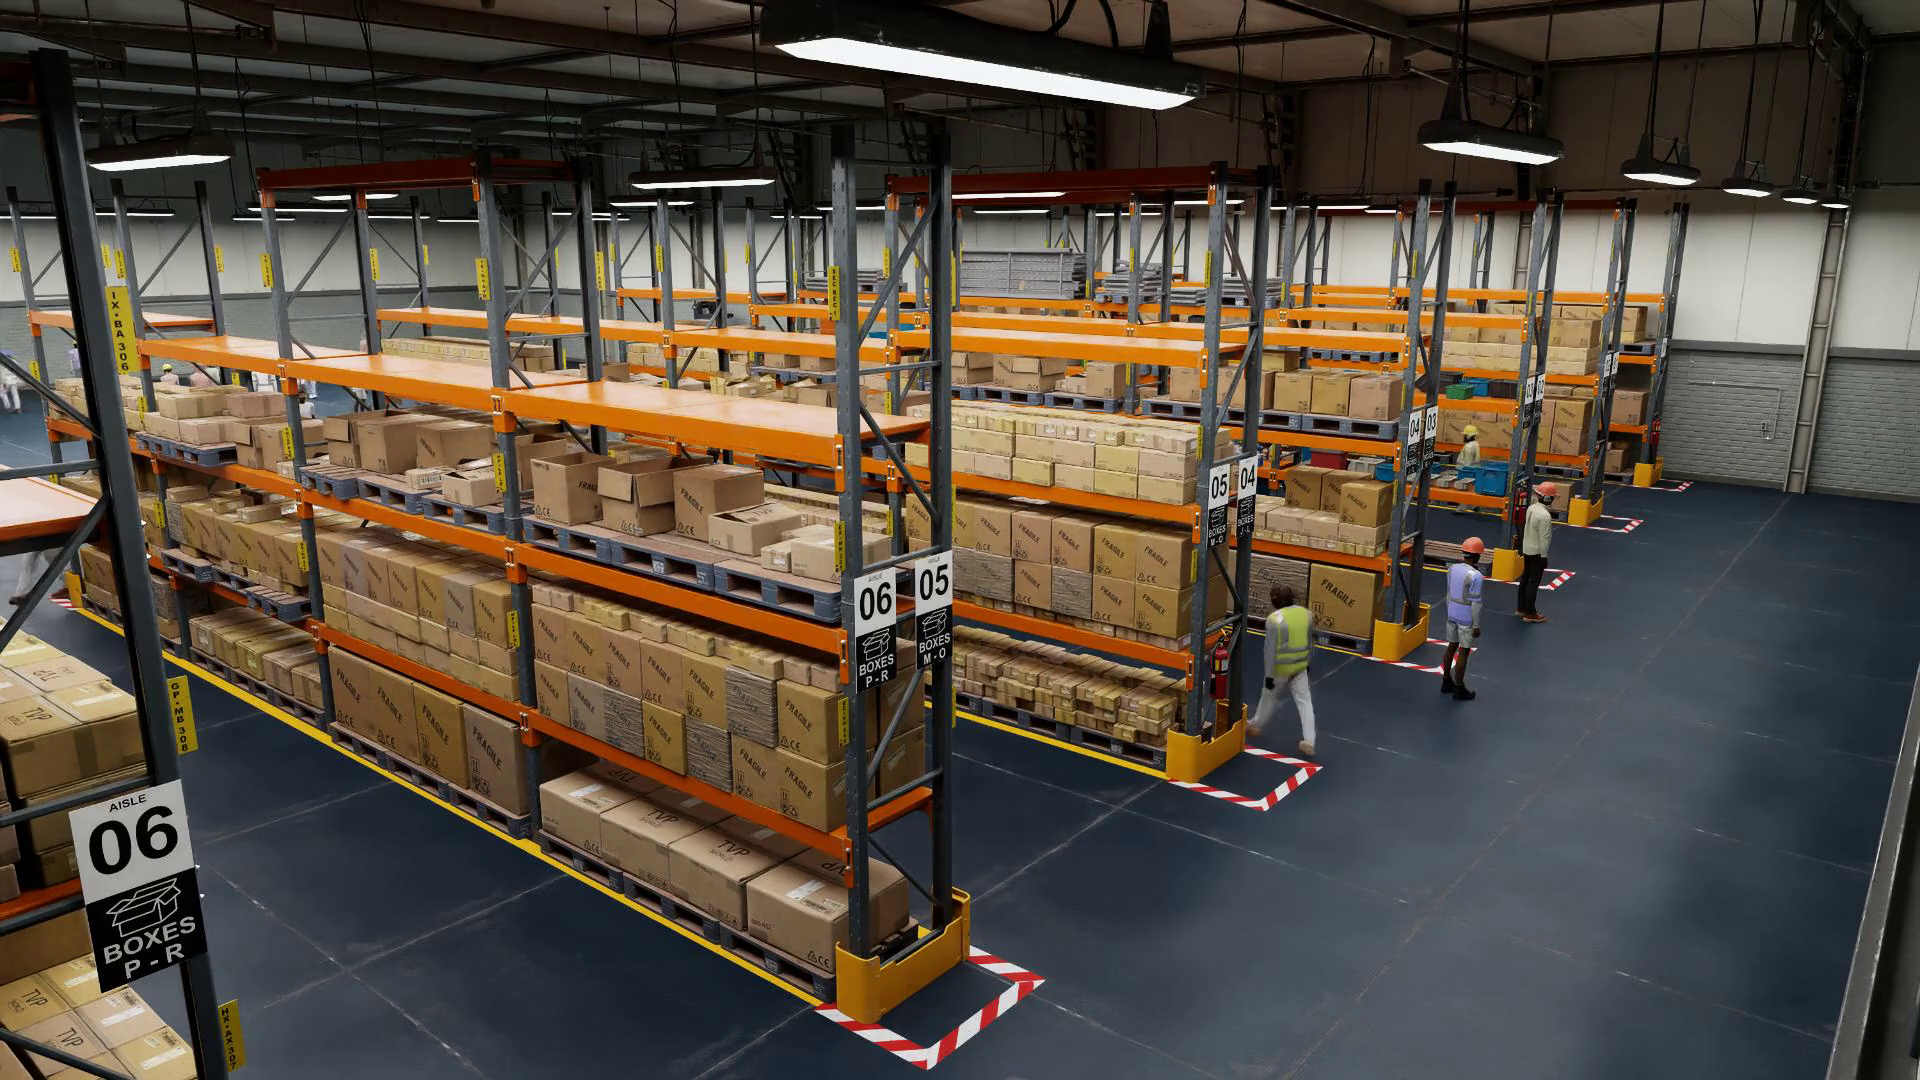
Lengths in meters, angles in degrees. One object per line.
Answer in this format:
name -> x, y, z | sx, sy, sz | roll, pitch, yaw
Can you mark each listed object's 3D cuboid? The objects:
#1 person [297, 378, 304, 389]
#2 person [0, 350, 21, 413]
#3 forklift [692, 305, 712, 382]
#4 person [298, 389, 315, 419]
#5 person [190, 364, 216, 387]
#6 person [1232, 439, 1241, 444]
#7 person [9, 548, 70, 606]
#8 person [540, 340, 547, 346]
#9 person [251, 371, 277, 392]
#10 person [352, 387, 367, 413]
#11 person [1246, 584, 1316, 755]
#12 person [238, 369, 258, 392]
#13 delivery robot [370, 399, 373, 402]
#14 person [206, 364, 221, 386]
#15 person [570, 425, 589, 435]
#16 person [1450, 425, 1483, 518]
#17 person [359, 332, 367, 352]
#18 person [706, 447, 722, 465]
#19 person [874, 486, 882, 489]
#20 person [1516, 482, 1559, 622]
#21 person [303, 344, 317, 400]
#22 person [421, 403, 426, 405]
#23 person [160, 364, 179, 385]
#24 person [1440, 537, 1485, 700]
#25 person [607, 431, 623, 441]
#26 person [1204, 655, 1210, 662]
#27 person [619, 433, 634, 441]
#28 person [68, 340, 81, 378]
person -> -20.428, -4.802, 38.576 | 0.951, 1.838, 0.603 | 10, 17, 35
person -> -29.193, -4.842, 38.521 | 0.633, 1.926, 0.658 | -1, 14, -4
forklift -> -9.511, -7.392, 47.124 | 1.873, 2.768, 1.129 | 11, 17, 38
person -> -15.248, -2.573, 29.310 | 0.532, 1.874, 0.321 | -7, 15, -26
person -> -21.170, -4.029, 35.346 | 0.646, 1.854, 0.988 | -3, 14, -14
person -> 6.772, -2.710, 30.055 | 0.991, 1.805, 0.584 | 11, 17, 38
person -> -13.654, 0.015, 18.639 | 0.633, 1.879, 0.994 | 1, 14, 3
person -> -14.605, -6.200, 44.379 | 0.527, 1.798, 0.941 | -3, 14, -12
person -> -19.516, -4.145, 35.419 | 0.605, 2.045, 0.377 | -4, 14, -15
person -> -17.583, -4.449, 36.895 | 0.371, 1.935, 0.551 | 3, 14, 11
person -> 3.451, 1.341, 13.423 | 0.696, 1.776, 0.979 | -7, 15, -27
person -> -23.275, -5.510, 41.132 | 0.691, 2.000, 1.009 | -2, 14, -8
delivery robot -> -18.079, -4.408, 38.957 | 0.335, 0.223, 0.698 | -7, 15, -27
person -> -22.951, -4.766, 38.843 | 0.523, 1.614, 0.557 | 2, 14, 8
person -> -9.015, -2.700, 29.848 | 0.614, 1.861, 0.995 | 2, 14, 10
person -> 9.807, -1.307, 24.223 | 0.536, 1.817, 0.598 | 10, 17, 35
person -> -21.936, -6.763, 46.604 | 1.015, 1.852, 0.661 | 4, 14, 15
person -> -4.264, -0.742, 21.859 | 0.430, 1.838, 0.619 | 6, 15, 22
person -> -1.693, -1.751, 25.821 | 0.645, 1.927, 0.618 | -10, 17, -37
person -> 8.188, 0.159, 17.842 | 0.406, 1.987, 0.615 | 1, 14, 3
person -> -21.612, -5.596, 41.814 | 0.656, 1.841, 0.986 | -7, 16, -28
person -> -17.321, -5.201, 40.451 | 0.549, 1.715, 0.924 | -5, 14, -18
person -> -22.586, -4.156, 36.047 | 0.326, 1.767, 0.533 | 6, 15, 22
person -> 5.964, 0.909, 14.876 | 0.389, 1.929, 0.545 | -4, 14, -15
person -> -8.872, -3.070, 31.958 | 0.894, 1.592, 0.528 | -5, 14, -18
person -> 3.001, 0.584, 16.111 | 0.400, 1.993, 0.656 | -6, 15, -22
person -> -7.963, -2.783, 30.089 | 0.557, 1.907, 0.600 | -4, 14, -15
person -> -29.825, -5.835, 42.664 | 0.644, 1.921, 0.459 | -10, 17, -37
